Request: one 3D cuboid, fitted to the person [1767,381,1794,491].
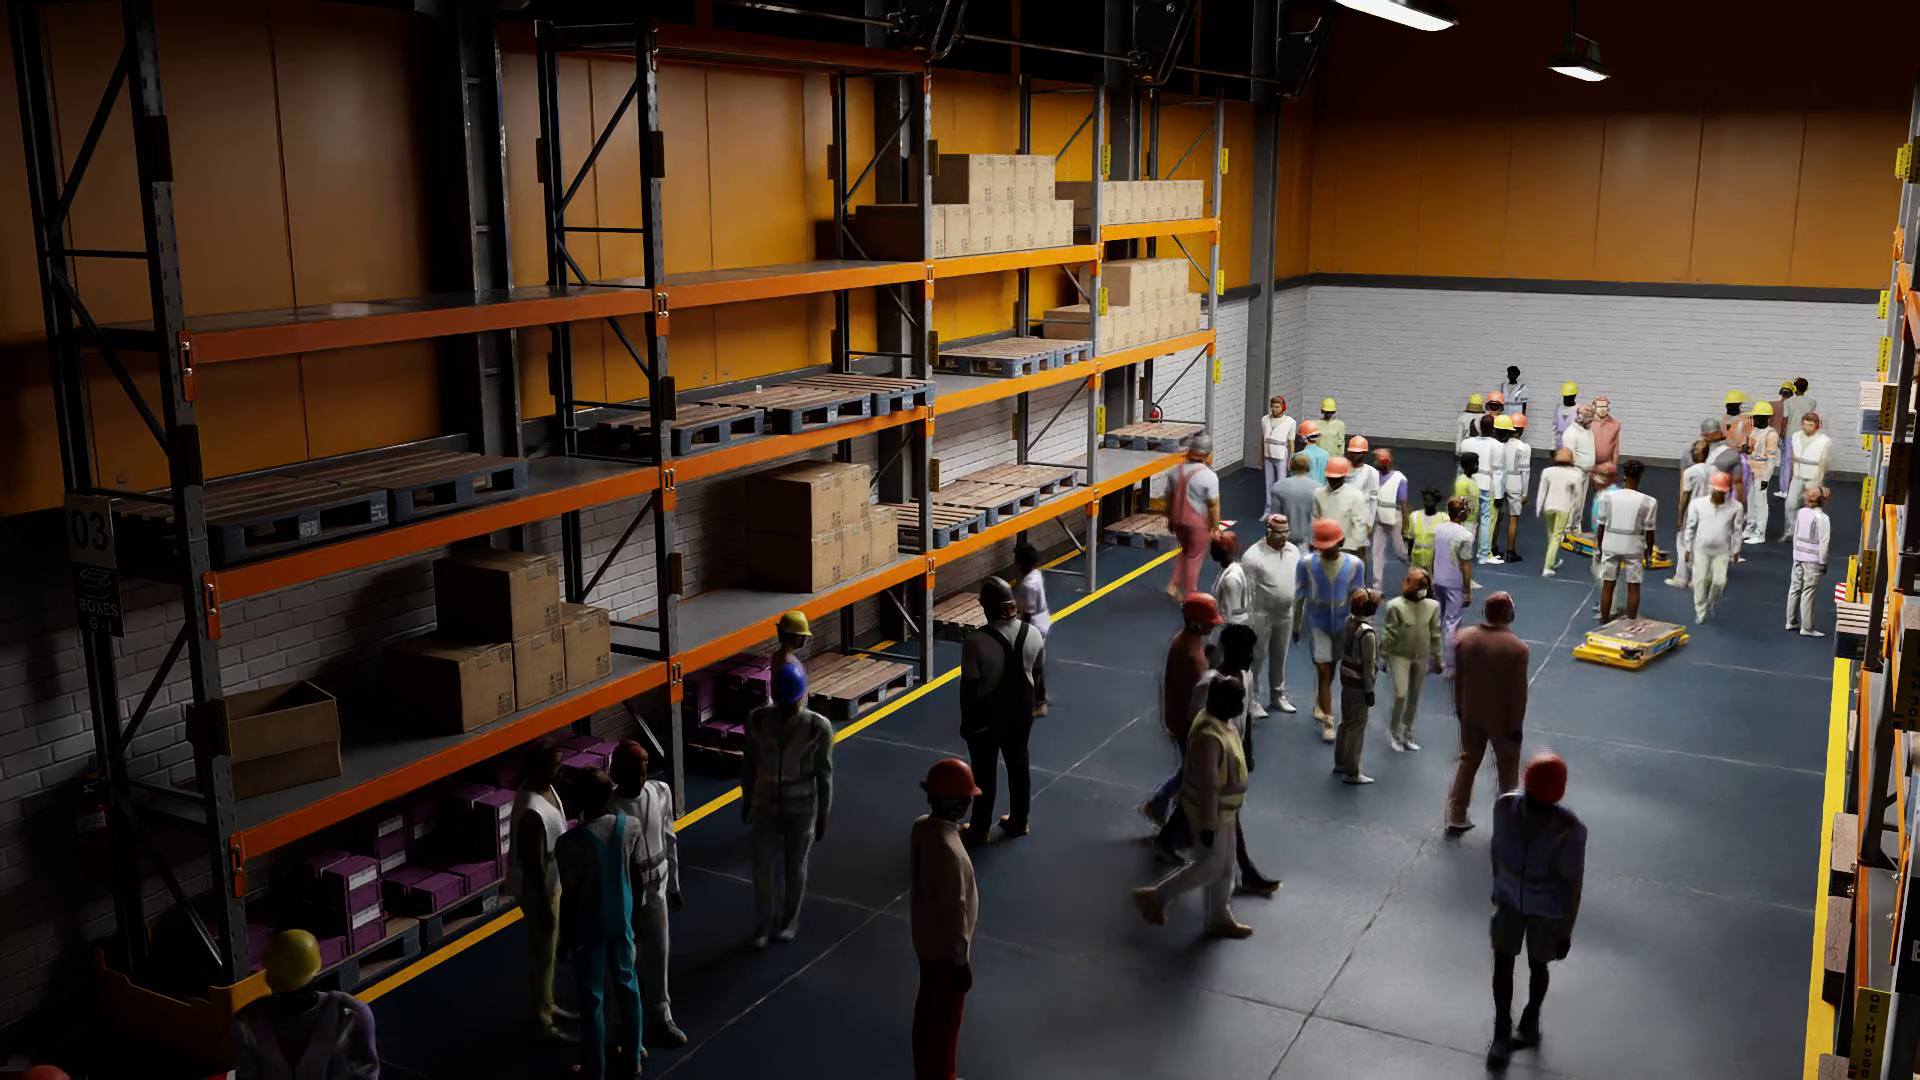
[{"bbox_3d":[12.789,-1.596,25.908,0.532,1.756,0.337,6,14,27],"label":"person"}]

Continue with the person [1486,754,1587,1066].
[{"bbox_3d":[3.209,2.043,9.316,0.564,1.877,0.704,9,16,36],"label":"person"}]

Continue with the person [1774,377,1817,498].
[{"bbox_3d":[12.831,-1.569,25.549,0.523,1.863,0.323,0,13,1],"label":"person"}]

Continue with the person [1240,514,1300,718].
[{"bbox_3d":[2.885,0.690,15.343,0.644,1.900,0.399,-7,14,-27],"label":"person"}]

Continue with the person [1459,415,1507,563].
[{"bbox_3d":[6.705,-0.650,21.356,0.627,1.905,0.504,9,15,35],"label":"person"}]

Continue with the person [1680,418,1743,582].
[{"bbox_3d":[9.288,-0.549,20.567,0.720,2.000,0.938,9,16,36],"label":"person"}]

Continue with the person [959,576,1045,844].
[{"bbox_3d":[0.268,1.254,12.496,0.681,2.000,0.535,-7,14,-29],"label":"person"}]

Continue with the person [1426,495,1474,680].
[{"bbox_3d":[4.869,0.464,16.508,0.350,1.837,0.502,-7,14,-29],"label":"person"}]

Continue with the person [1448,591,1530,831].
[{"bbox_3d":[4.061,1.302,12.668,0.823,1.874,0.667,-10,16,-38],"label":"person"}]

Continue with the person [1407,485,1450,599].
[{"bbox_3d":[5.082,0.220,17.940,0.540,1.687,0.487,11,17,41],"label":"person"}]

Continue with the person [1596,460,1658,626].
[{"bbox_3d":[7.129,0.105,17.848,0.608,1.955,0.384,8,15,31],"label":"person"}]

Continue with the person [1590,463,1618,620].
[{"bbox_3d":[7.201,0.018,18.556,0.458,1.803,0.599,3,13,13],"label":"person"}]

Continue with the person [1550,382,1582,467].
[{"bbox_3d":[8.987,-1.387,24.614,0.414,1.916,0.587,-9,16,-36],"label":"person"}]

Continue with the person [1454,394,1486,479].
[{"bbox_3d":[7.578,-1.300,24.637,0.492,1.729,0.324,1,13,3],"label":"person"}]

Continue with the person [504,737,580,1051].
[{"bbox_3d":[-2.416,2.010,9.552,0.377,1.843,0.568,-2,13,-9],"label":"person"}]

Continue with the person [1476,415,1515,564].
[{"bbox_3d":[6.852,-0.651,21.303,0.397,1.920,0.587,2,13,8],"label":"person"}]

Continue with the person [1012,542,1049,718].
[{"bbox_3d":[0.638,0.828,15.215,0.382,1.671,0.581,1,13,4],"label":"person"}]

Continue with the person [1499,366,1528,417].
[{"bbox_3d":[9.426,-2.140,28.465,0.541,1.695,0.316,11,17,40],"label":"person"}]

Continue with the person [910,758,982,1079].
[{"bbox_3d":[-0.070,2.109,8.771,0.385,1.994,0.611,-4,13,-19],"label":"person"}]

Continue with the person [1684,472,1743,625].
[{"bbox_3d":[8.311,0.093,18.380,0.594,1.733,0.371,5,14,22],"label":"person"}]

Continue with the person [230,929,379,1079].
[{"bbox_3d":[-2.753,2.534,7.046,0.588,1.920,0.385,-1,13,-5],"label":"person"}]

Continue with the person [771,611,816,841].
[{"bbox_3d":[-1.260,1.393,12.511,0.320,1.762,0.522,-5,14,-23],"label":"person"}]

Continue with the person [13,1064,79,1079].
[{"bbox_3d":[-3.401,2.794,6.284,0.585,1.731,0.460,5,13,20],"label":"person"}]

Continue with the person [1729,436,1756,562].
[{"bbox_3d":[10.018,-0.533,21.429,0.314,1.628,0.527,3,13,11],"label":"person"}]

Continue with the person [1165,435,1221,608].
[{"bbox_3d":[2.711,-0.217,19.081,0.543,2.000,0.707,-8,15,-33],"label":"person"}]

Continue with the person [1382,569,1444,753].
[{"bbox_3d":[3.928,1.050,14.346,0.518,1.617,0.466,-3,13,-12],"label":"person"}]

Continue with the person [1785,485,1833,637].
[{"bbox_3d":[9.204,0.222,18.018,0.314,1.642,0.514,-1,13,-6],"label":"person"}]

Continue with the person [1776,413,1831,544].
[{"bbox_3d":[11.294,-0.806,22.243,0.620,1.812,0.568,-7,15,-29],"label":"person"}]

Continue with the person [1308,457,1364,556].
[{"bbox_3d":[4.039,0.057,18.005,0.642,1.970,0.489,10,16,39],"label":"person"}]

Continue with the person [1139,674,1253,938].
[{"bbox_3d":[1.570,1.741,10.848,0.658,1.813,0.668,4,13,15],"label":"person"}]

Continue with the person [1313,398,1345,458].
[{"bbox_3d":[5.283,-1.176,24.012,0.526,1.762,0.339,1,13,7],"label":"person"}]

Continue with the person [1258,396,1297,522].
[{"bbox_3d":[4.524,-1.144,23.701,0.394,1.836,0.560,-12,17,-42],"label":"person"}]

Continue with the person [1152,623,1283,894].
[{"bbox_3d":[1.813,1.485,11.790,1.073,1.904,0.625,9,16,36],"label":"person"}]

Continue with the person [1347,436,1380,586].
[{"bbox_3d":[4.621,-0.264,19.516,0.545,1.942,0.351,9,16,36],"label":"person"}]

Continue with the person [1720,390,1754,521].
[{"bbox_3d":[10.959,-1.175,23.659,0.769,1.904,0.637,-2,13,-10],"label":"person"}]

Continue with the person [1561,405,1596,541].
[{"bbox_3d":[8.330,-0.881,22.397,0.400,1.896,0.653,11,17,42],"label":"person"}]

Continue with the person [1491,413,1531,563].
[{"bbox_3d":[7.082,-0.673,21.387,0.386,1.929,0.543,-10,16,-39],"label":"person"}]

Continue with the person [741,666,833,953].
[{"bbox_3d":[-1.123,1.722,10.673,0.625,1.914,0.640,1,13,6],"label":"person"}]

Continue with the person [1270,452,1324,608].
[{"bbox_3d":[3.786,-0.043,18.646,0.641,1.893,1.034,3,13,13],"label":"person"}]

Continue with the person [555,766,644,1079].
[{"bbox_3d":[-1.965,2.111,9.096,0.514,1.846,0.338,-11,17,-40],"label":"person"}]

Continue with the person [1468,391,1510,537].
[{"bbox_3d":[7.233,-1.022,22.714,0.619,2.029,0.410,4,13,16],"label":"person"}]

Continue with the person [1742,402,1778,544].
[{"bbox_3d":[10.758,-0.908,22.426,0.369,1.928,0.586,0,13,0],"label":"person"}]

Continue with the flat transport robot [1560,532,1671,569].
[{"bbox_3d":[8.495,0.113,21.599,0.652,0.197,1.431,-3,13,-14],"label":"flat transport robot"}]

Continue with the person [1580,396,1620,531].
[{"bbox_3d":[8.833,-1.048,23.101,0.639,1.911,0.406,0,13,2],"label":"person"}]

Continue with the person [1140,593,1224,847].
[{"bbox_3d":[1.686,1.337,12.305,0.482,1.964,0.619,1,13,3],"label":"person"}]

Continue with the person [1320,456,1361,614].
[{"bbox_3d":[4.187,0.034,18.274,0.478,1.912,0.824,7,14,28],"label":"person"}]

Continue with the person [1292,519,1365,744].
[{"bbox_3d":[3.287,0.761,14.885,0.612,1.973,1.033,1,13,3],"label":"person"}]

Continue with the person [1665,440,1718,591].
[{"bbox_3d":[8.780,-0.296,19.913,0.555,1.834,0.499,-4,13,-19],"label":"person"}]

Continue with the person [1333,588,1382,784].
[{"bbox_3d":[3.285,1.193,13.695,0.312,1.631,0.515,-1,13,-6],"label":"person"}]

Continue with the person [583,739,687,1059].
[{"bbox_3d":[-1.840,2.023,9.431,0.373,1.877,0.596,12,17,43],"label":"person"}]

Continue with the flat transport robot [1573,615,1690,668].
[{"bbox_3d":[7.054,1.043,17.433,0.652,0.197,1.431,12,17,43],"label":"flat transport robot"}]

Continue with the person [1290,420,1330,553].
[{"bbox_3d":[4.253,-0.474,20.371,0.608,1.987,0.403,-8,15,-33],"label":"person"}]

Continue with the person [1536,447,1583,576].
[{"bbox_3d":[7.490,-0.365,20.738,0.513,1.597,0.722,11,17,42],"label":"person"}]
